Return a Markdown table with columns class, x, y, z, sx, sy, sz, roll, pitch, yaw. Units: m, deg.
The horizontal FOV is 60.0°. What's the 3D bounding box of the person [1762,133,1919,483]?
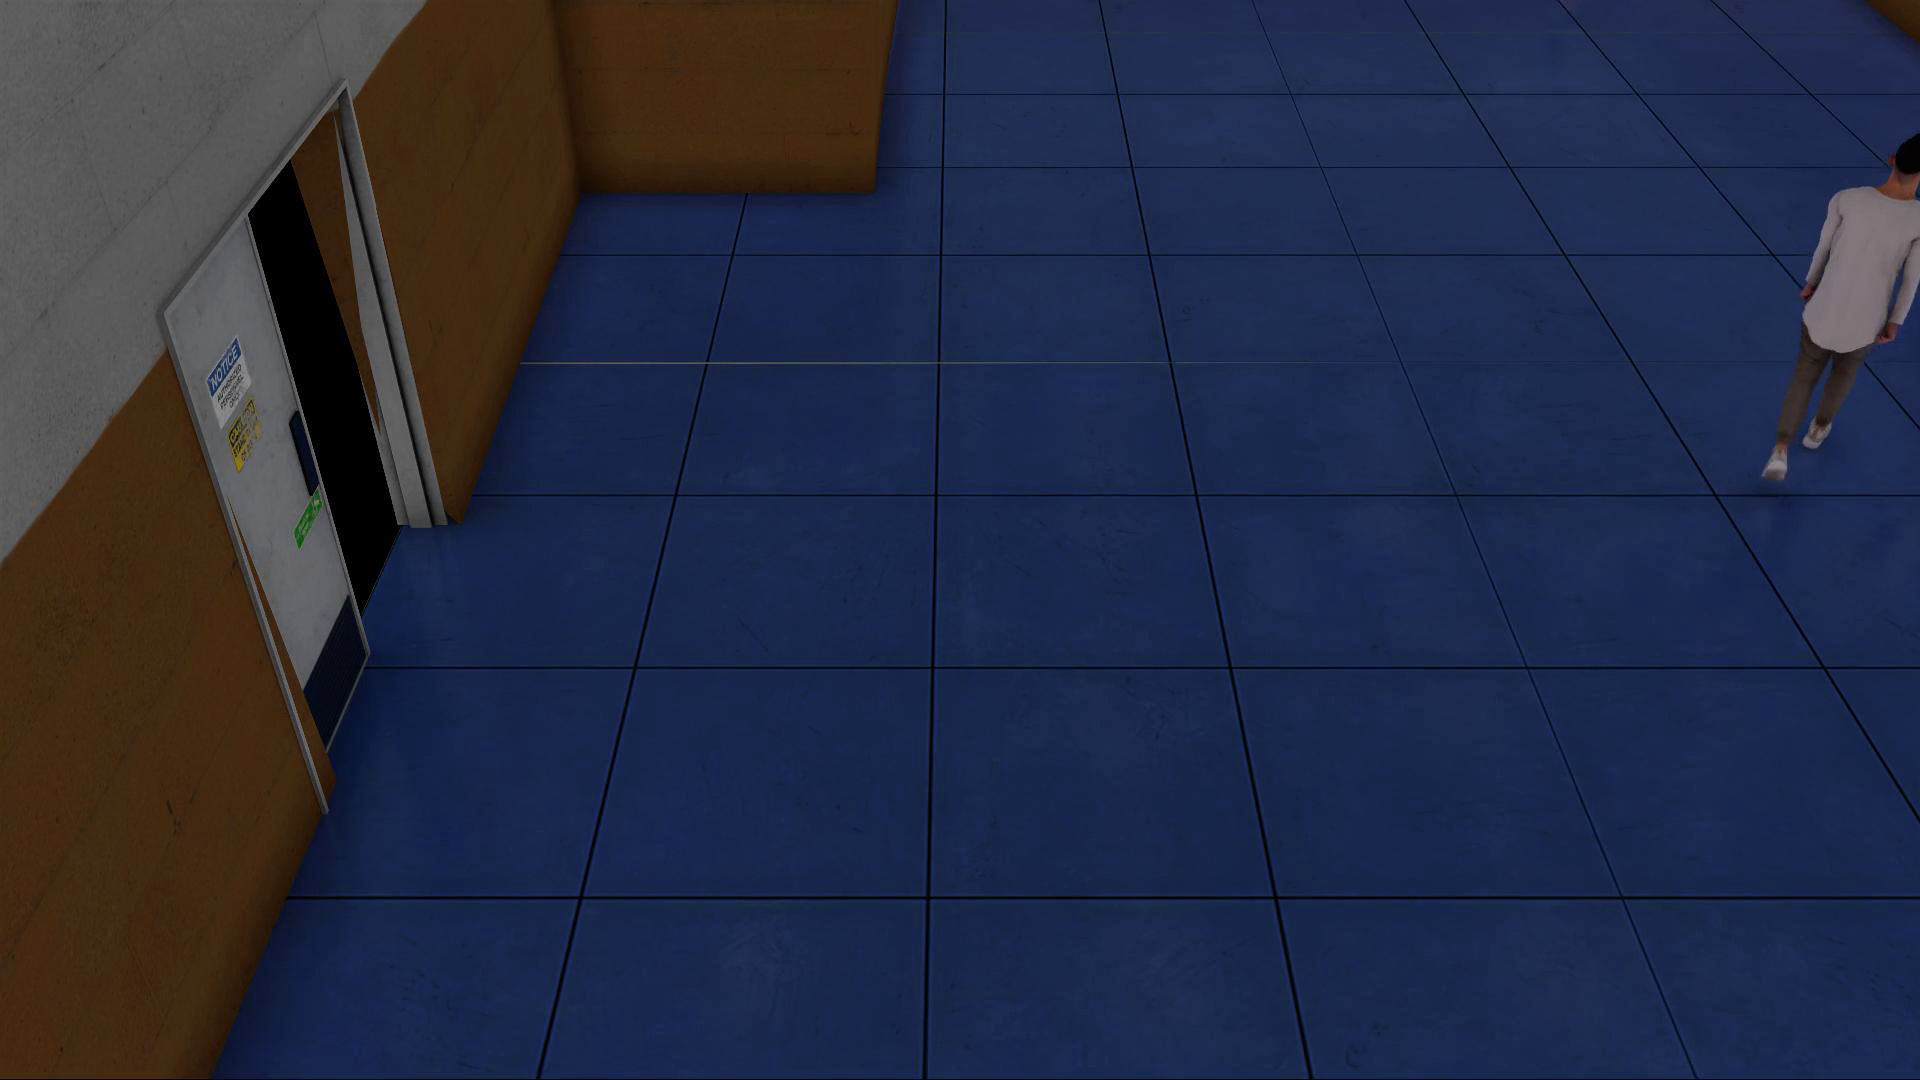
| class | x | y | z | sx | sy | sz | roll | pitch | yaw |
| --- | --- | --- | --- | --- | --- | --- | --- | --- | --- |
| person | 4.339 | -1.095 | 8.165 | 1.184 | 1.805 | 1.112 | 20 | 41 | 24 |
